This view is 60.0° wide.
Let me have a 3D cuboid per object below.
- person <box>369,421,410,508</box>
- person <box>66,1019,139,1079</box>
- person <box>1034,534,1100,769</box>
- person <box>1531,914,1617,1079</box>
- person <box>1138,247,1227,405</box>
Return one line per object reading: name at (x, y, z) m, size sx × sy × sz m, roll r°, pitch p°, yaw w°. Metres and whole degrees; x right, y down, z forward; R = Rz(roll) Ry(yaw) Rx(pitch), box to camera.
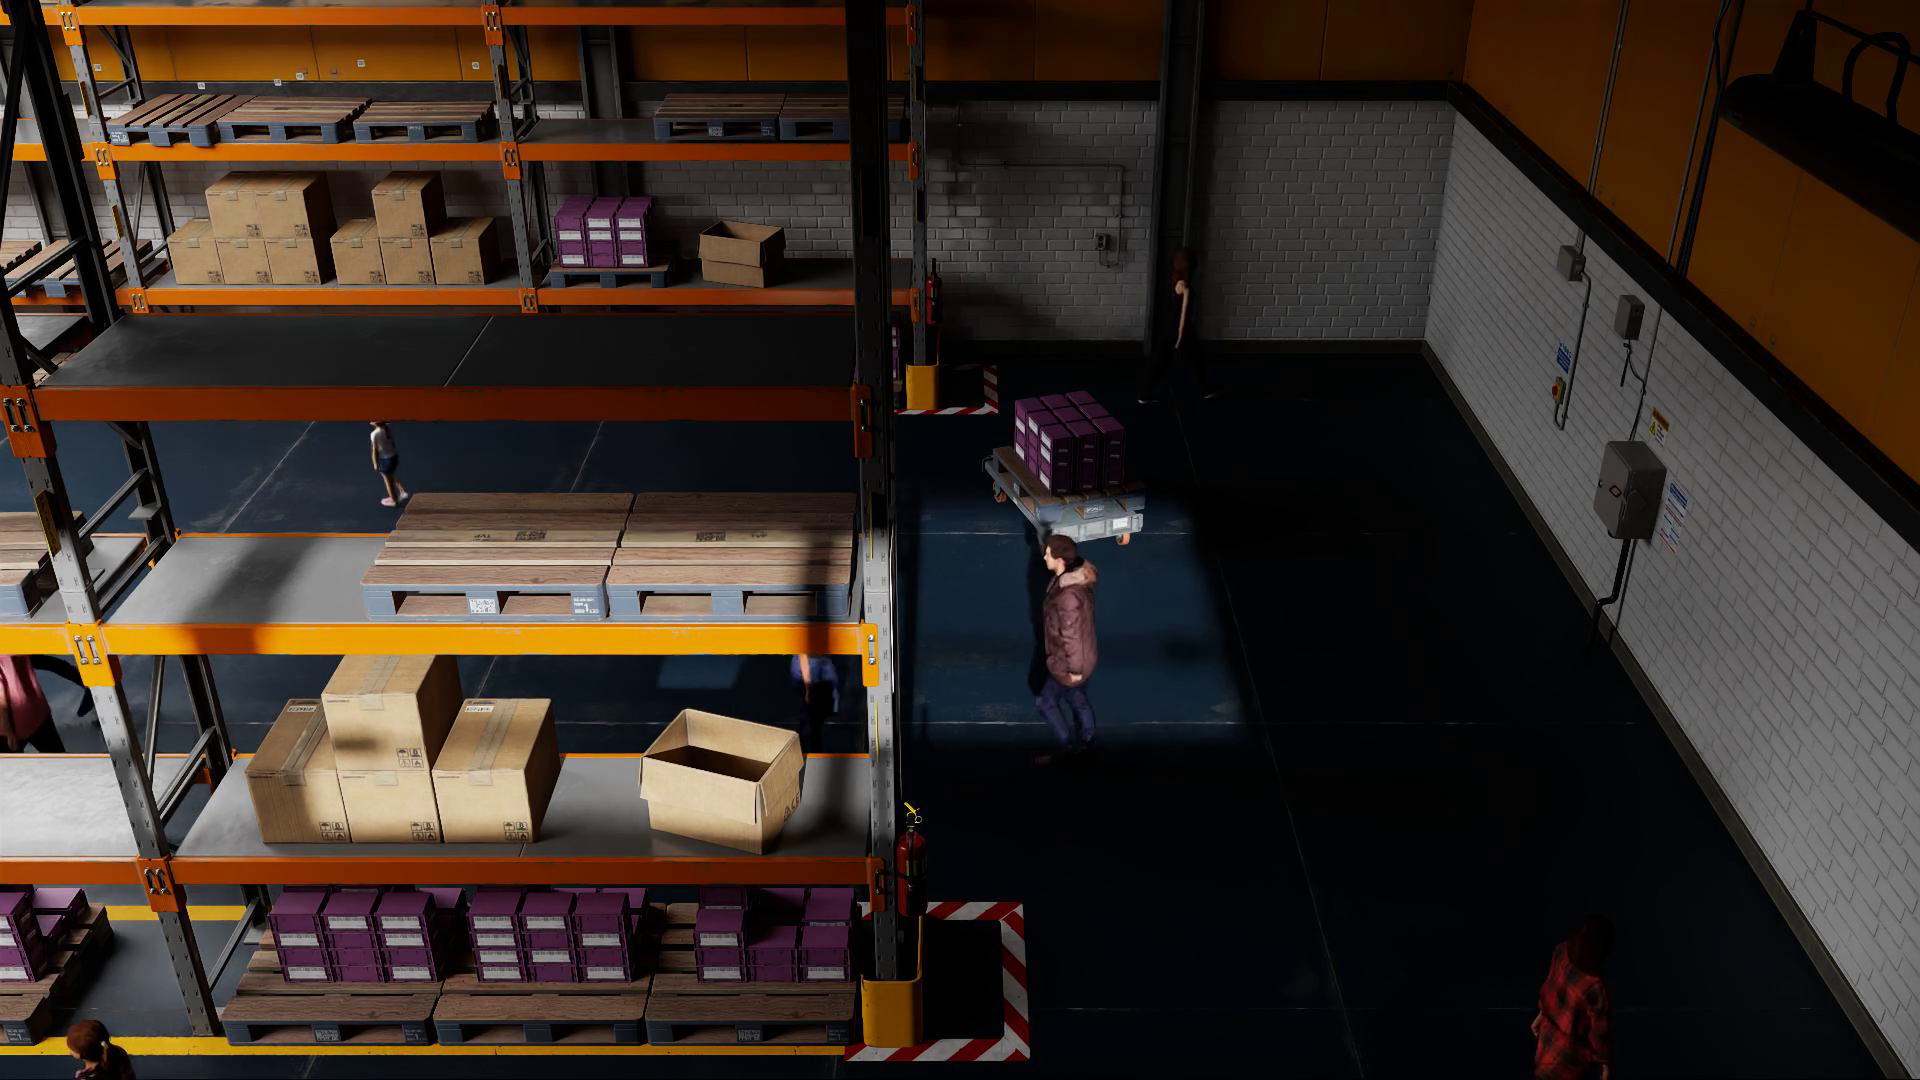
person at (-5.265, -0.769, 15.358) m, size 0.556 × 1.017 × 0.503 m, roll 10°, pitch 30°, yaw 18°
person at (-4.156, 2.935, 8.302) m, size 0.870 × 1.273 × 0.555 m, roll 2°, pitch 29°, yaw 3°
person at (0.859, 0.819, 11.610) m, size 0.723 × 1.819 × 0.802 m, roll 3°, pitch 29°, yaw 5°
person at (3.016, 2.615, 8.489) m, size 1.145 × 1.654 × 0.751 m, roll -4°, pitch 29°, yaw -8°
person at (2.165, -2.163, 17.222) m, size 1.221 × 1.680 × 0.800 m, roll -8°, pitch 30°, yaw -14°
